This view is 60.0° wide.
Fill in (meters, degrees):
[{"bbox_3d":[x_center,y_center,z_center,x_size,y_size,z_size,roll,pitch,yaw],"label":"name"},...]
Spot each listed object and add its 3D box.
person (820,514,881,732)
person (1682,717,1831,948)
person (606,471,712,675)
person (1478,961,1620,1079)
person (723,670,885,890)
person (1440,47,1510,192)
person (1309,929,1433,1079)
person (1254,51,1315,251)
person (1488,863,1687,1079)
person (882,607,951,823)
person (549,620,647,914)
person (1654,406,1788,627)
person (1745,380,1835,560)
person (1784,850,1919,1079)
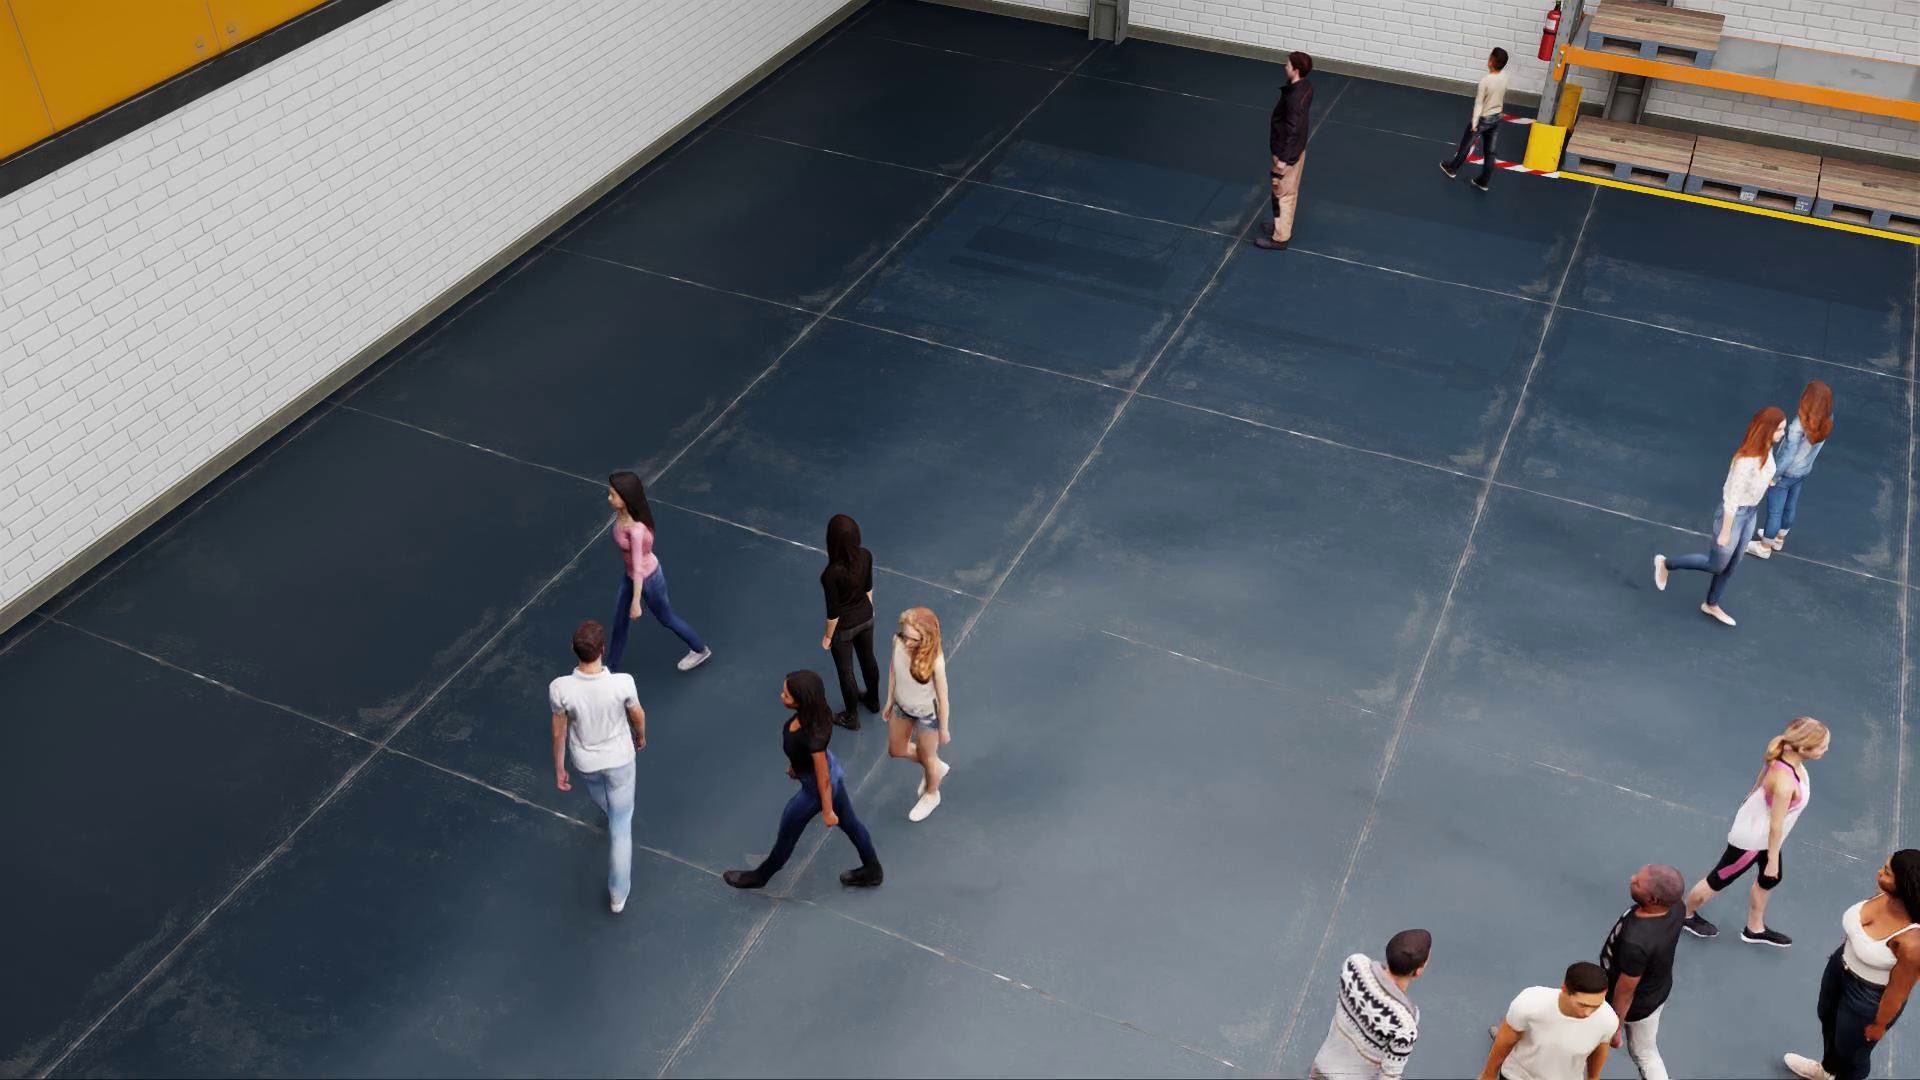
[{"bbox_3d":[-0.693,0.525,10.583,0.604,1.641,0.642,29,47,32],"label":"person"},{"bbox_3d":[4.276,1.593,9.147,0.864,1.764,0.644,17,42,20],"label":"person"},{"bbox_3d":[-1.991,0.261,10.871,1.130,1.693,1.133,-17,42,-20],"label":"person"},{"bbox_3d":[2.808,2.496,8.014,0.933,1.766,0.849,10,40,13],"label":"person"},{"bbox_3d":[-0.711,1.411,9.436,1.237,1.688,0.981,-2,39,-3],"label":"person"},{"bbox_3d":[5.309,-4.178,16.629,0.839,1.444,0.901,-13,40,-16],"label":"person"},{"bbox_3d":[1.806,2.572,7.884,1.115,1.810,1.136,-19,42,-22],"label":"person"},{"bbox_3d":[3.081,-3.645,15.577,0.600,1.924,0.699,14,41,17],"label":"person"},{"bbox_3d":[3.396,2.317,8.252,1.334,1.750,0.974,32,48,33],"label":"person"},{"bbox_3d":[-0.179,0.981,9.933,0.763,1.738,0.704,-30,48,-32],"label":"person"},{"bbox_3d":[-2.030,1.330,9.449,1.266,1.798,1.111,-2,39,-3],"label":"person"},{"bbox_3d":[5.242,-0.195,11.424,0.806,1.716,0.981,-30,47,-32],"label":"person"},{"bbox_3d":[6.017,-0.512,12.013,0.634,1.476,0.654,-22,43,-25],"label":"person"},{"bbox_3d":[4.564,2.240,8.306,0.698,1.802,0.740,3,39,4],"label":"person"}]
